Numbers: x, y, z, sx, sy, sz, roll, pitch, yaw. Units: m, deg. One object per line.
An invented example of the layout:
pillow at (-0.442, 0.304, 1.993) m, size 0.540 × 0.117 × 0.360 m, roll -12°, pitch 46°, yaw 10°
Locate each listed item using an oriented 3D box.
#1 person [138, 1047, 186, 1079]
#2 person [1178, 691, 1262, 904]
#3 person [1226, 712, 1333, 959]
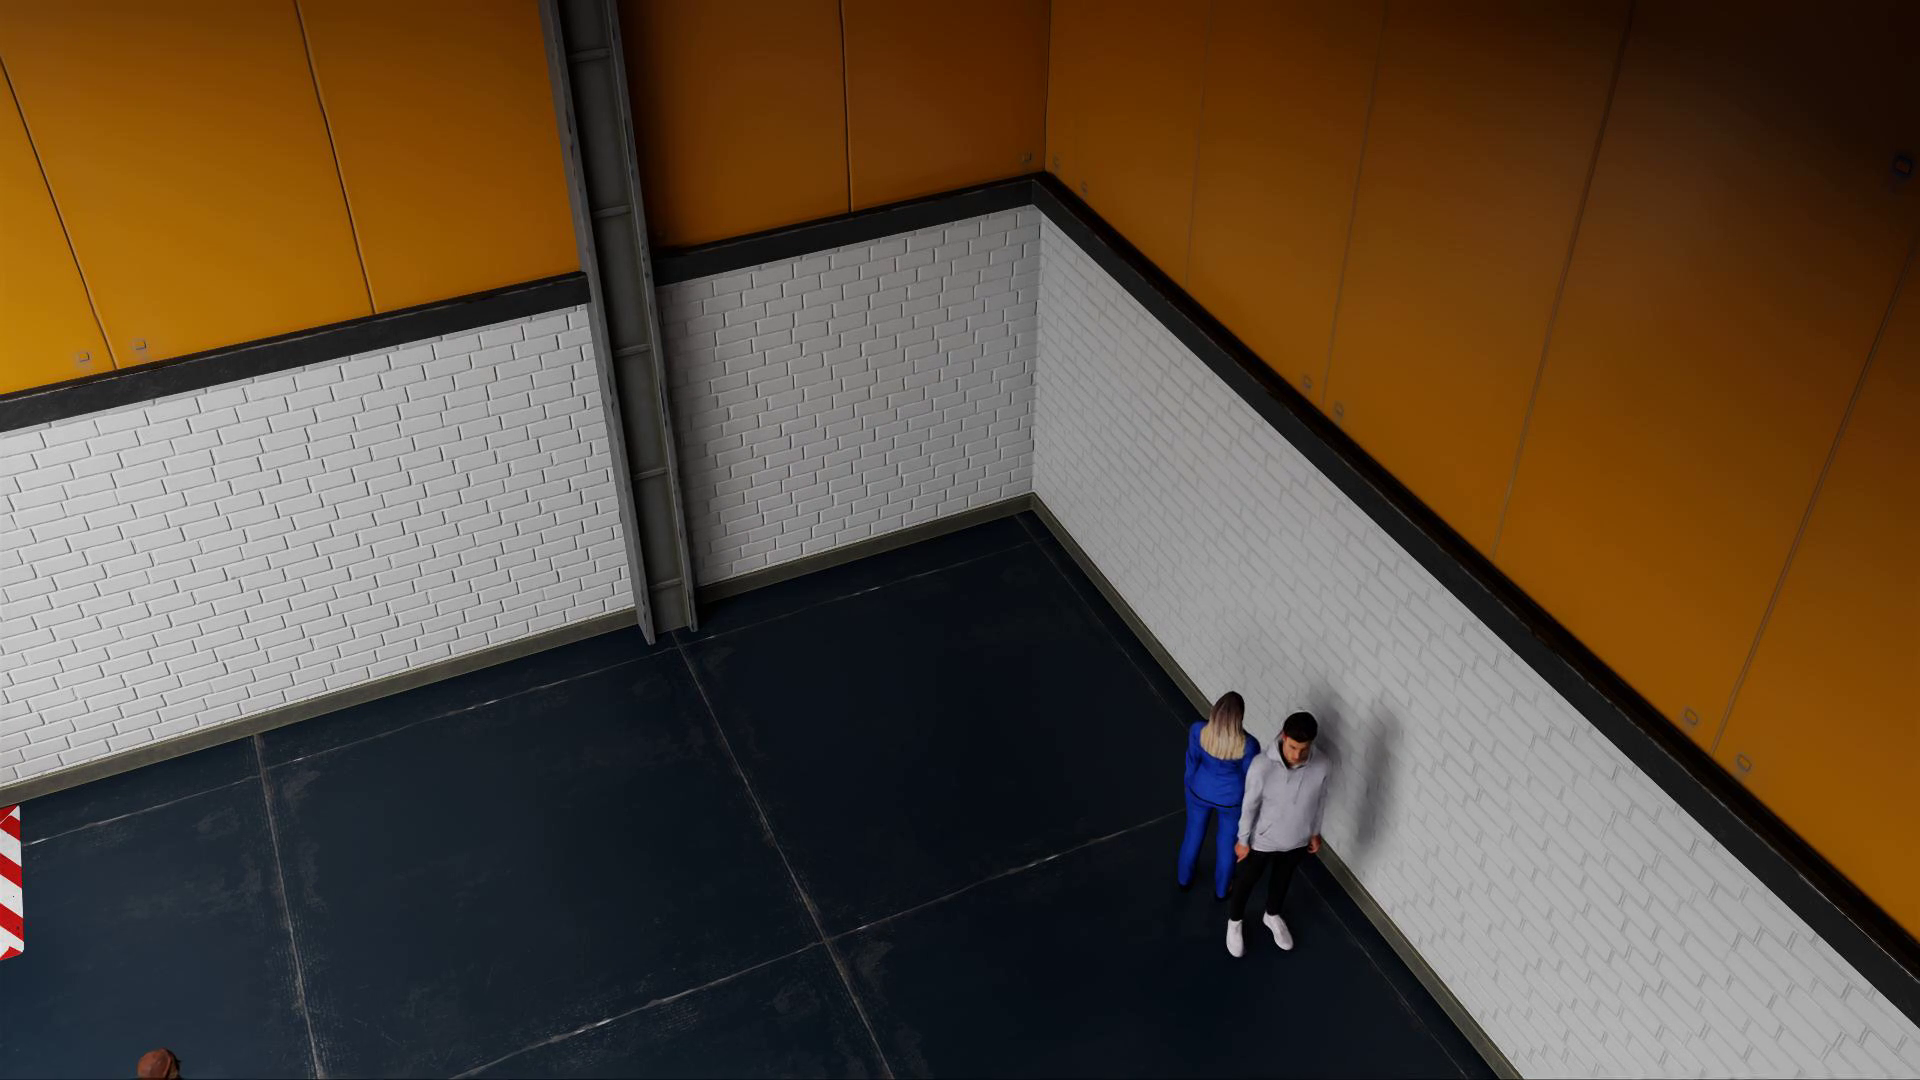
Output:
person at (-4.059, 3.047, 8.693) m, size 0.545 × 1.194 × 0.543 m, roll -32°, pitch 48°, yaw -33°
person at (1.572, 1.563, 10.145) m, size 0.710 × 1.702 × 0.756 m, roll 15°, pitch 41°, yaw 18°
person at (1.870, 1.699, 9.794) m, size 0.598 × 1.926 × 0.796 m, roll -7°, pitch 39°, yaw -8°
